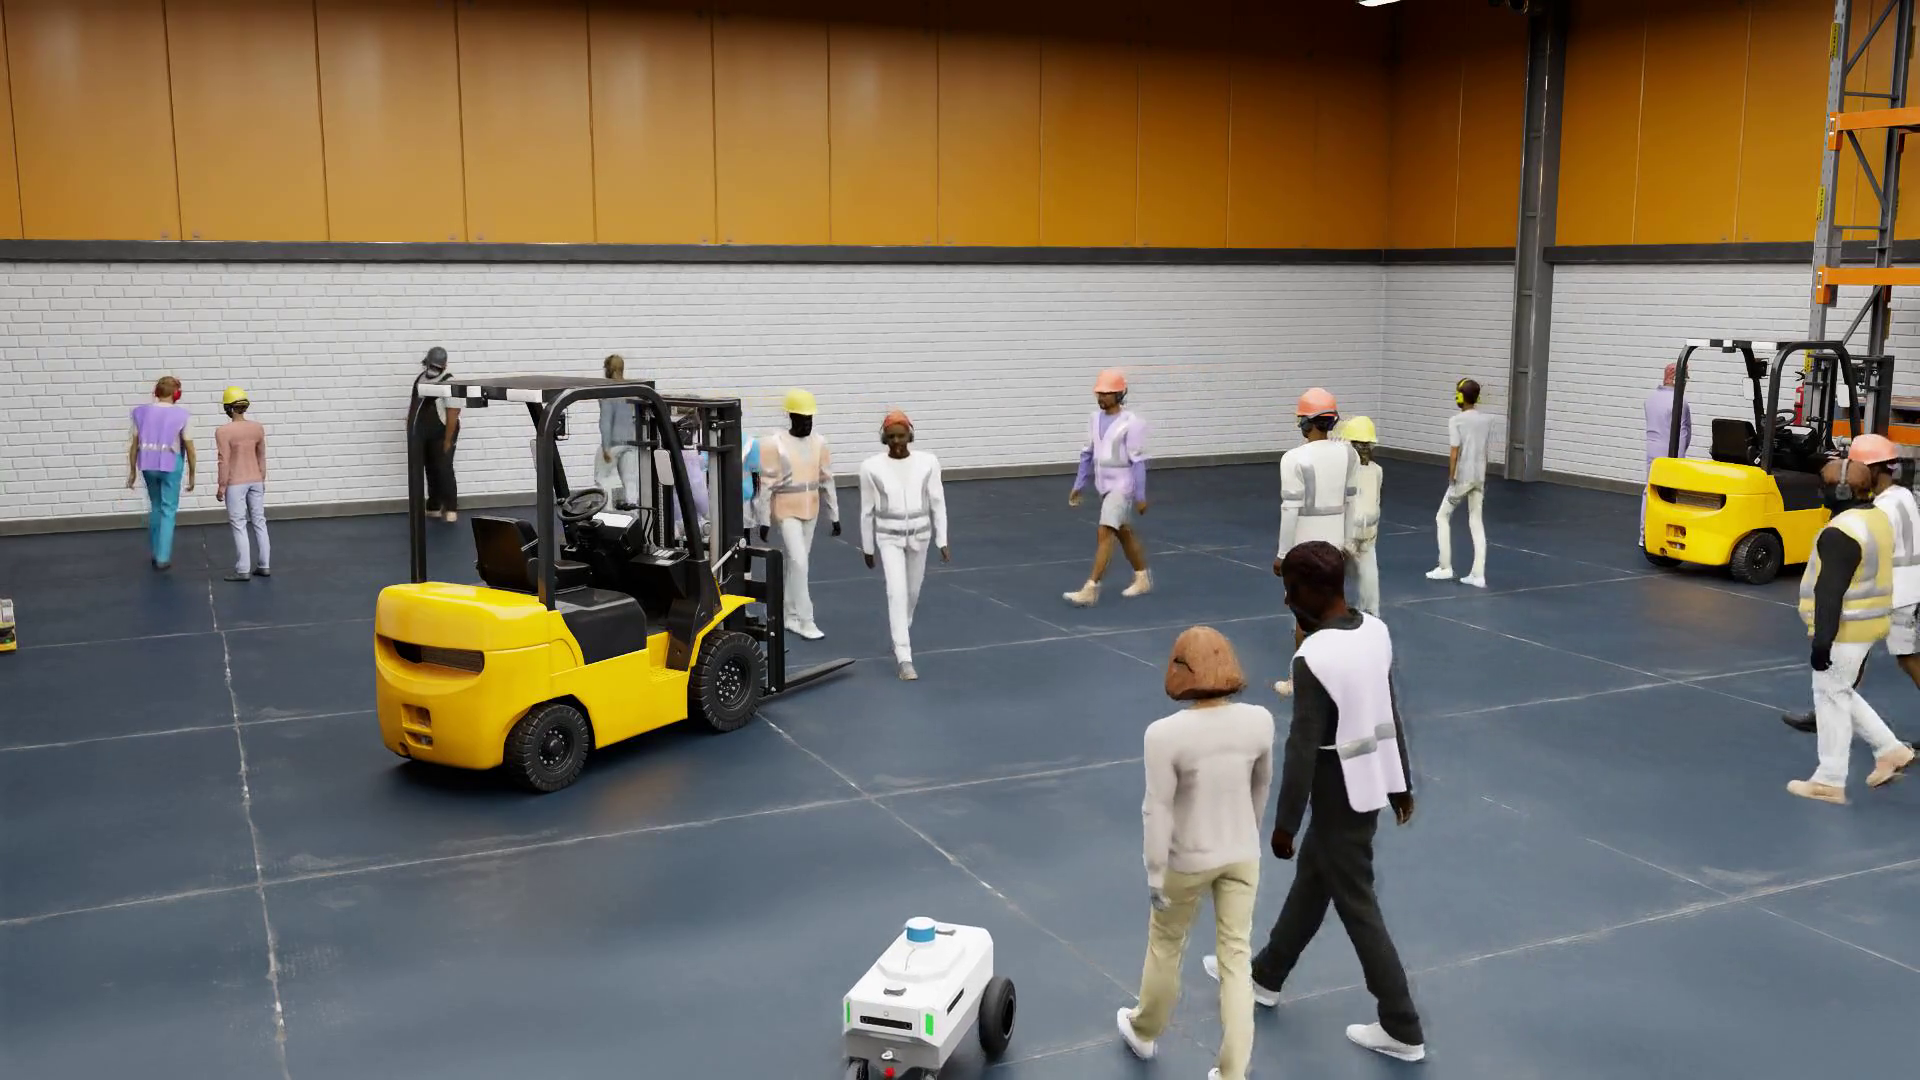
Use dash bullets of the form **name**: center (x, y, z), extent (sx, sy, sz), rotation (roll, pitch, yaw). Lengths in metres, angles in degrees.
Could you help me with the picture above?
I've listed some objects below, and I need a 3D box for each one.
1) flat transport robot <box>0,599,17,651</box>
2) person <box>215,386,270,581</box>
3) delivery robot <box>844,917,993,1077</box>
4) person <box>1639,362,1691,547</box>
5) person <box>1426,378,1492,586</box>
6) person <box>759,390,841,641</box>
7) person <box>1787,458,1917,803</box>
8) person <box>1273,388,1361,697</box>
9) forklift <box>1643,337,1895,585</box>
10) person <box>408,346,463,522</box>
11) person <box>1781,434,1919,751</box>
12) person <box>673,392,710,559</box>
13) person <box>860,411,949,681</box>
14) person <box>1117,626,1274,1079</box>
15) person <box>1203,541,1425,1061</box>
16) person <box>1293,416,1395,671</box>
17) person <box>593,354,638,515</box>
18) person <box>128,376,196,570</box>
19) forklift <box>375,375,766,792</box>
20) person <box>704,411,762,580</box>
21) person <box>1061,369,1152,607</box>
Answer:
- **flat transport robot**: center (-7.516, 0.645, 12.557), extent (0.652, 0.197, 1.431), rotation (-5, 11, -30)
- **person**: center (-6.525, -0.508, 15.085), extent (0.314, 1.767, 0.534), rotation (4, 10, 24)
- **delivery robot**: center (-0.135, 1.553, 5.758), extent (0.477, 0.478, 0.707), rotation (3, 10, 18)
- **person**: center (7.090, -0.823, 16.641), extent (0.403, 1.900, 0.647), rotation (-1, 9, -5)
- **person**: center (4.517, -0.524, 14.944), extent (0.533, 1.848, 0.720), rotation (-4, 10, -21)
- **person**: center (-1.154, -0.185, 12.651), extent (0.621, 1.897, 0.804), rotation (-9, 13, -43)
- **person**: center (4.679, 0.485, 8.729), extent (0.529, 1.831, 0.643), rotation (8, 12, 42)
- **person**: center (2.313, 0.028, 10.907), extent (0.606, 2.044, 0.374), rotation (-5, 10, -28)
- **forklift**: center (7.551, -0.789, 15.507), extent (2.313, 2.155, 1.214), rotation (-4, 10, -25)
- **person**: center (-5.959, -1.222, 18.665), extent (0.855, 2.000, 0.534), rotation (7, 12, 37)
- **person**: center (5.470, 0.311, 9.748), extent (0.999, 1.866, 0.588), rotation (6, 11, 34)
- **person**: center (-1.976, -0.147, 12.446), extent (0.808, 1.905, 0.653), rotation (-1, 9, -7)
- **person**: center (-0.418, -0.004, 11.745), extent (0.583, 1.847, 0.982), rotation (-2, 9, -13)
- **person**: center (0.817, 1.080, 5.732), extent (0.517, 1.605, 0.677), rotation (-3, 10, -16)
- **person**: center (1.298, 0.910, 6.009), extent (0.929, 1.852, 0.679), rotation (6, 11, 34)
- **person**: center (2.743, -0.005, 11.910), extent (0.597, 1.792, 0.927), rotation (-4, 10, -21)
- **person**: center (-3.723, -1.028, 17.840), extent (0.604, 1.922, 0.641), rotation (6, 11, 34)
- **person**: center (-7.511, -0.634, 15.738), extent (0.623, 1.806, 0.614), rotation (0, 9, 0)
- **forklift**: center (-2.268, 0.149, 9.685), extent (1.214, 2.155, 2.313), rotation (6, 11, 32)
- **person**: center (-1.980, -0.362, 14.394), extent (0.535, 1.697, 0.321), rotation (0, 9, 2)
- **person**: center (1.277, -0.445, 14.033), extent (1.041, 1.992, 0.617), rotation (-5, 11, -31)
